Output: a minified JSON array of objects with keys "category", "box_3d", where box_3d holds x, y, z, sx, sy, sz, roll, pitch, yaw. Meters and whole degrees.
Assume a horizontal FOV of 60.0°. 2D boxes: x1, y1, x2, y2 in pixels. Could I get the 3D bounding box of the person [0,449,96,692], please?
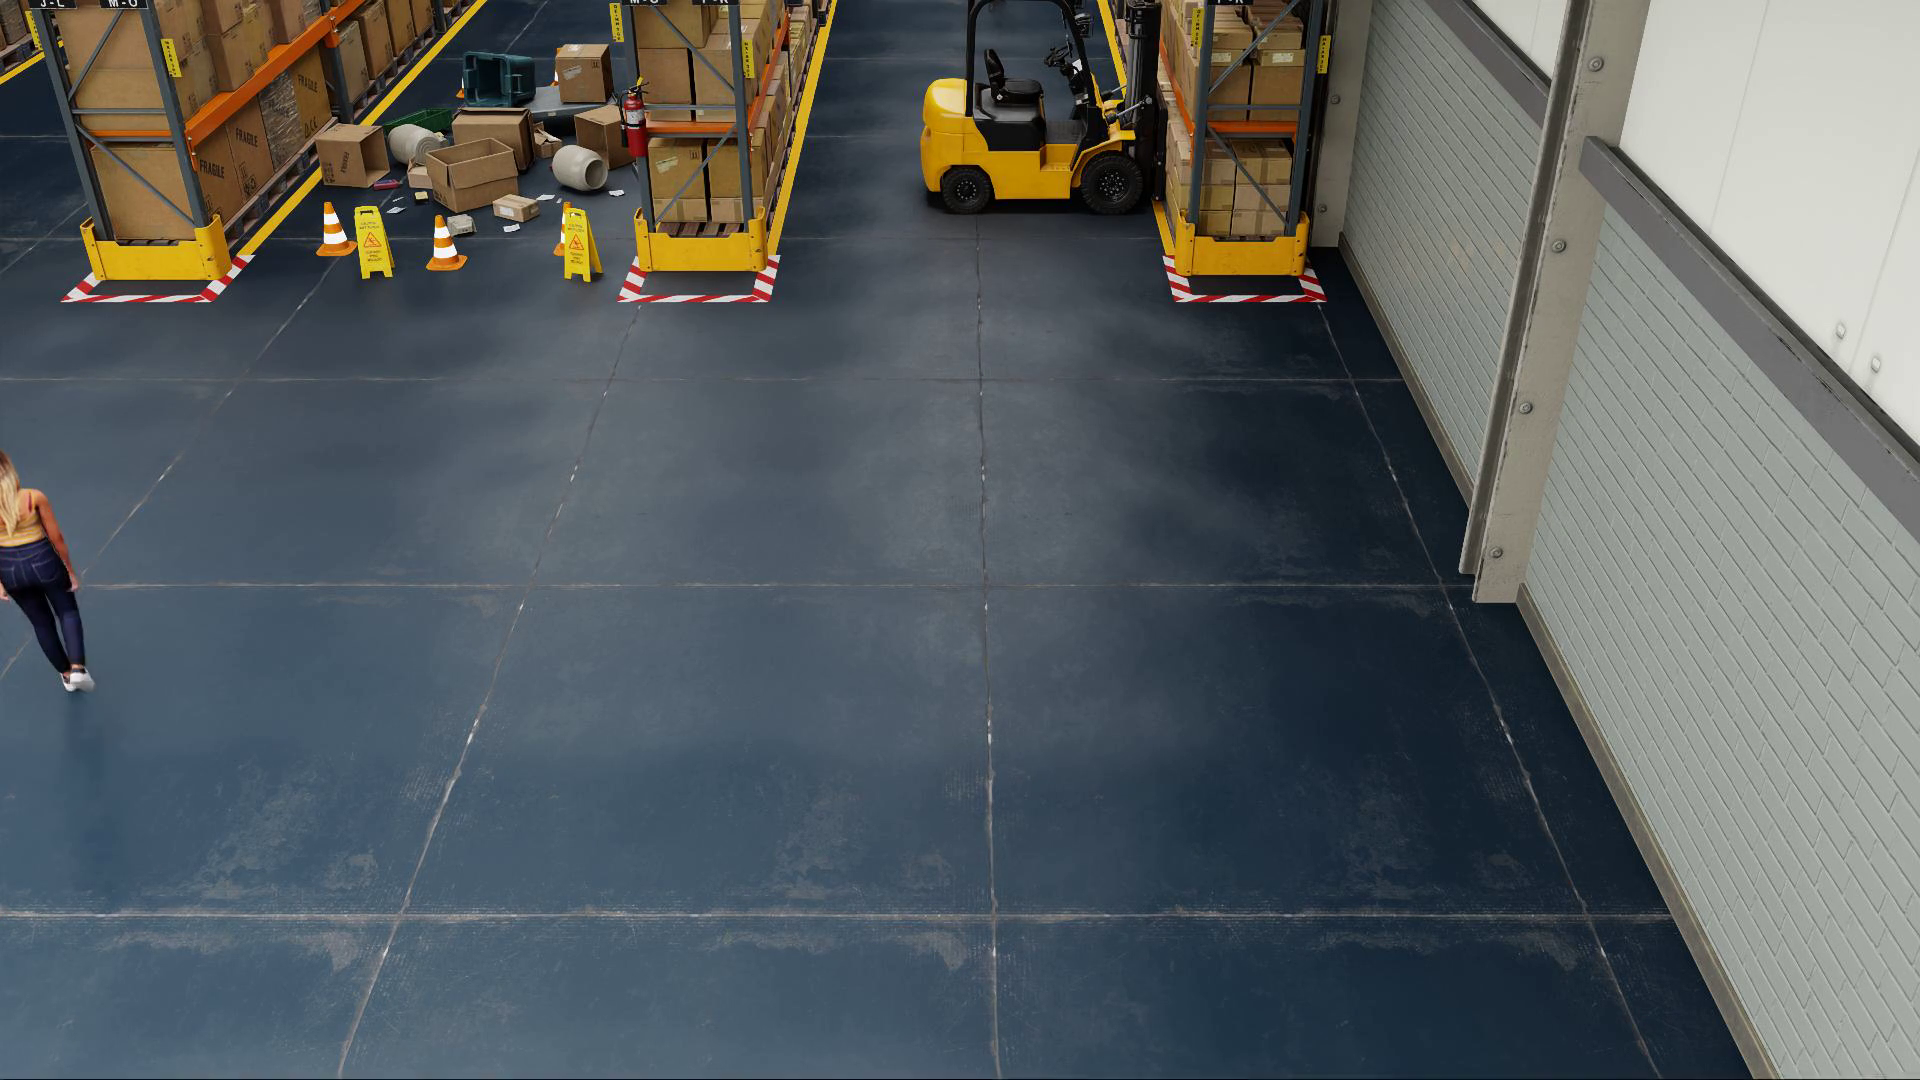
[{"category":"person","box_3d":[-5.293,0.235,9.513,0.776,1.621,0.901,-16,36,-23]}]
